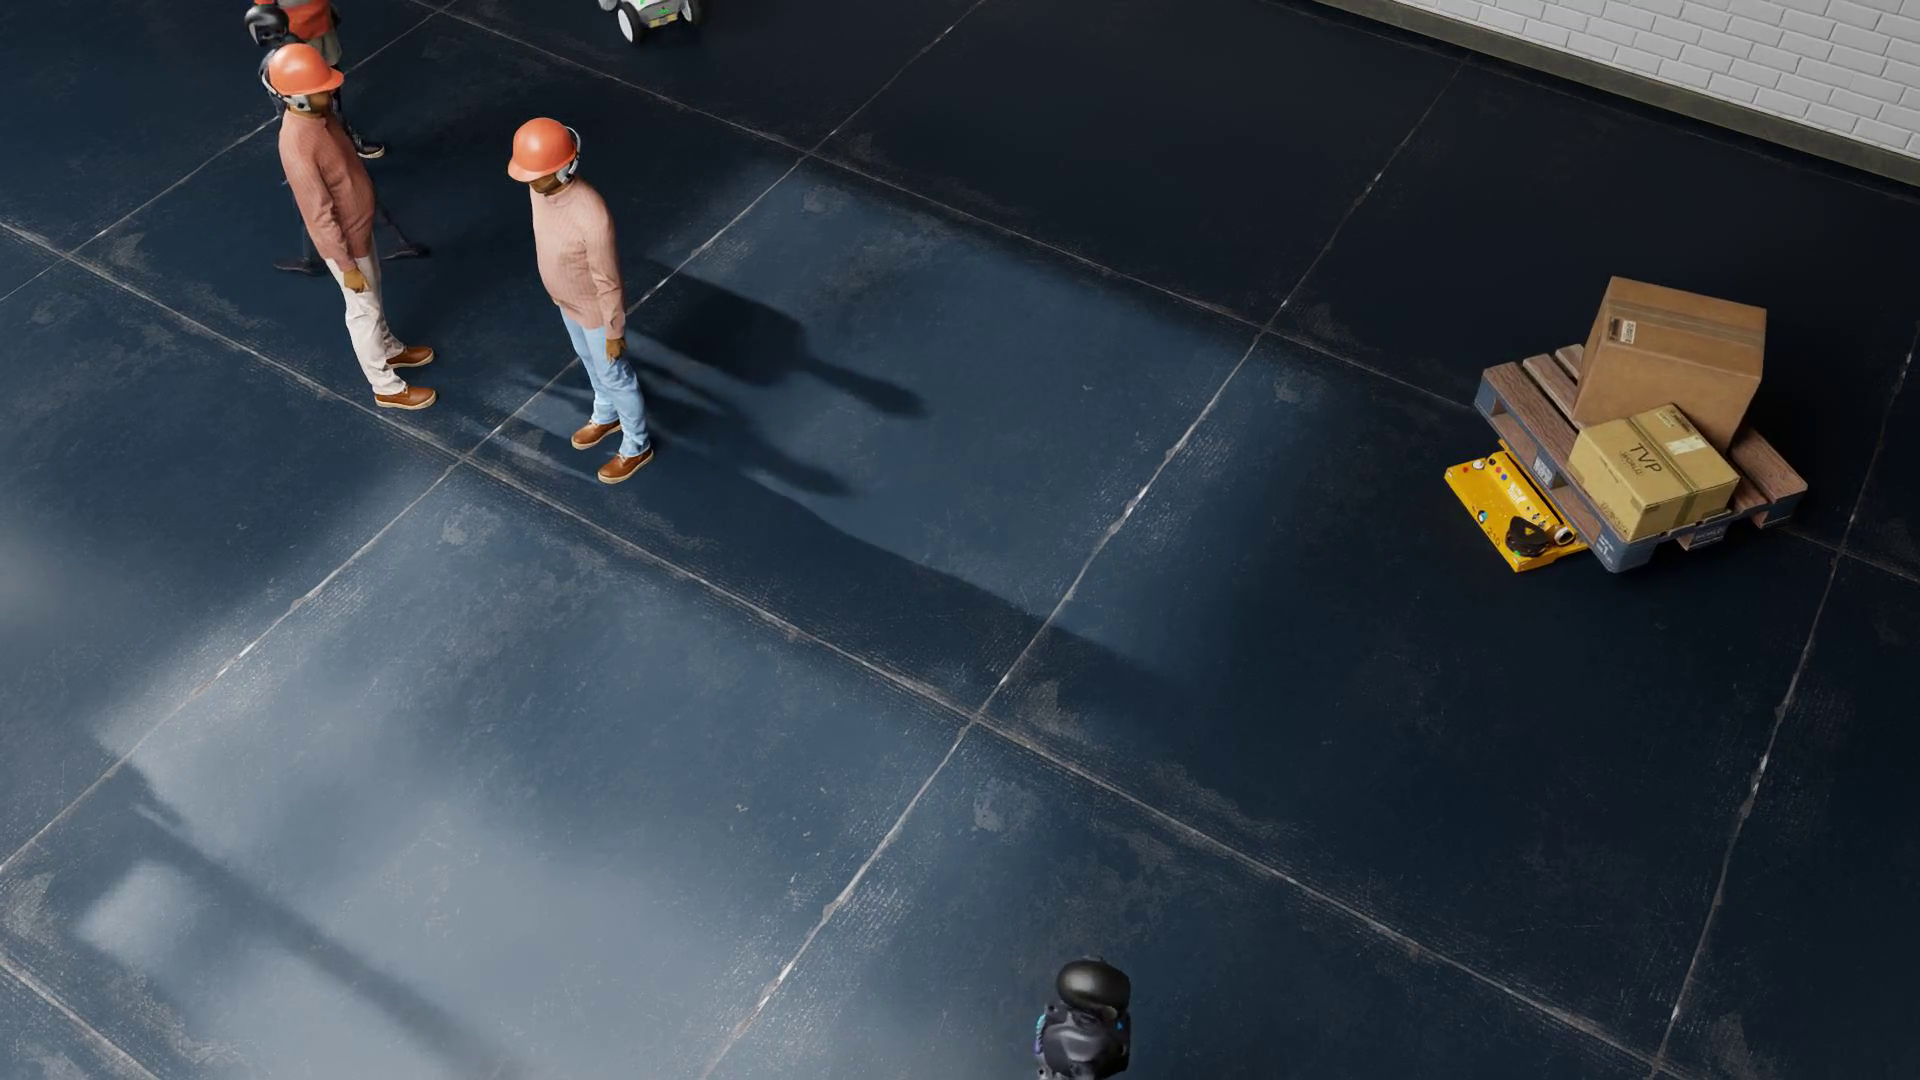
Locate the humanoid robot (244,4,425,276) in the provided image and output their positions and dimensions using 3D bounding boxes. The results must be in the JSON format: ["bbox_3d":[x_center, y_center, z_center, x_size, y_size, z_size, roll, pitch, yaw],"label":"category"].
[{"bbox_3d":[-3.400,-2.083,8.727,0.791,1.621,0.599,-2,49,-2],"label":"humanoid robot"}]

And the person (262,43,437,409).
[{"bbox_3d":[-2.920,-1.477,7.964,0.385,1.992,0.617,-9,49,-8],"label":"person"}]

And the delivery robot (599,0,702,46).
[{"bbox_3d":[-2.051,-3.585,10.772,0.525,0.613,0.785,-25,53,-20],"label":"delivery robot"}]

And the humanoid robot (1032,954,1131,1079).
[{"bbox_3d":[0.368,1.775,5.328,0.340,1.665,0.603,4,49,4],"label":"humanoid robot"}]

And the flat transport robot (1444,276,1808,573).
[{"bbox_3d":[3.160,-0.308,8.085,1.431,0.231,0.659,-15,51,-13],"label":"flat transport robot"}]

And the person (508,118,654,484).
[{"bbox_3d":[-1.729,-1.094,7.635,0.402,1.986,0.610,-31,56,-24],"label":"person"}]

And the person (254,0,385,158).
[{"bbox_3d":[-3.629,-2.874,9.201,0.361,1.963,0.611,7,49,6],"label":"person"}]
